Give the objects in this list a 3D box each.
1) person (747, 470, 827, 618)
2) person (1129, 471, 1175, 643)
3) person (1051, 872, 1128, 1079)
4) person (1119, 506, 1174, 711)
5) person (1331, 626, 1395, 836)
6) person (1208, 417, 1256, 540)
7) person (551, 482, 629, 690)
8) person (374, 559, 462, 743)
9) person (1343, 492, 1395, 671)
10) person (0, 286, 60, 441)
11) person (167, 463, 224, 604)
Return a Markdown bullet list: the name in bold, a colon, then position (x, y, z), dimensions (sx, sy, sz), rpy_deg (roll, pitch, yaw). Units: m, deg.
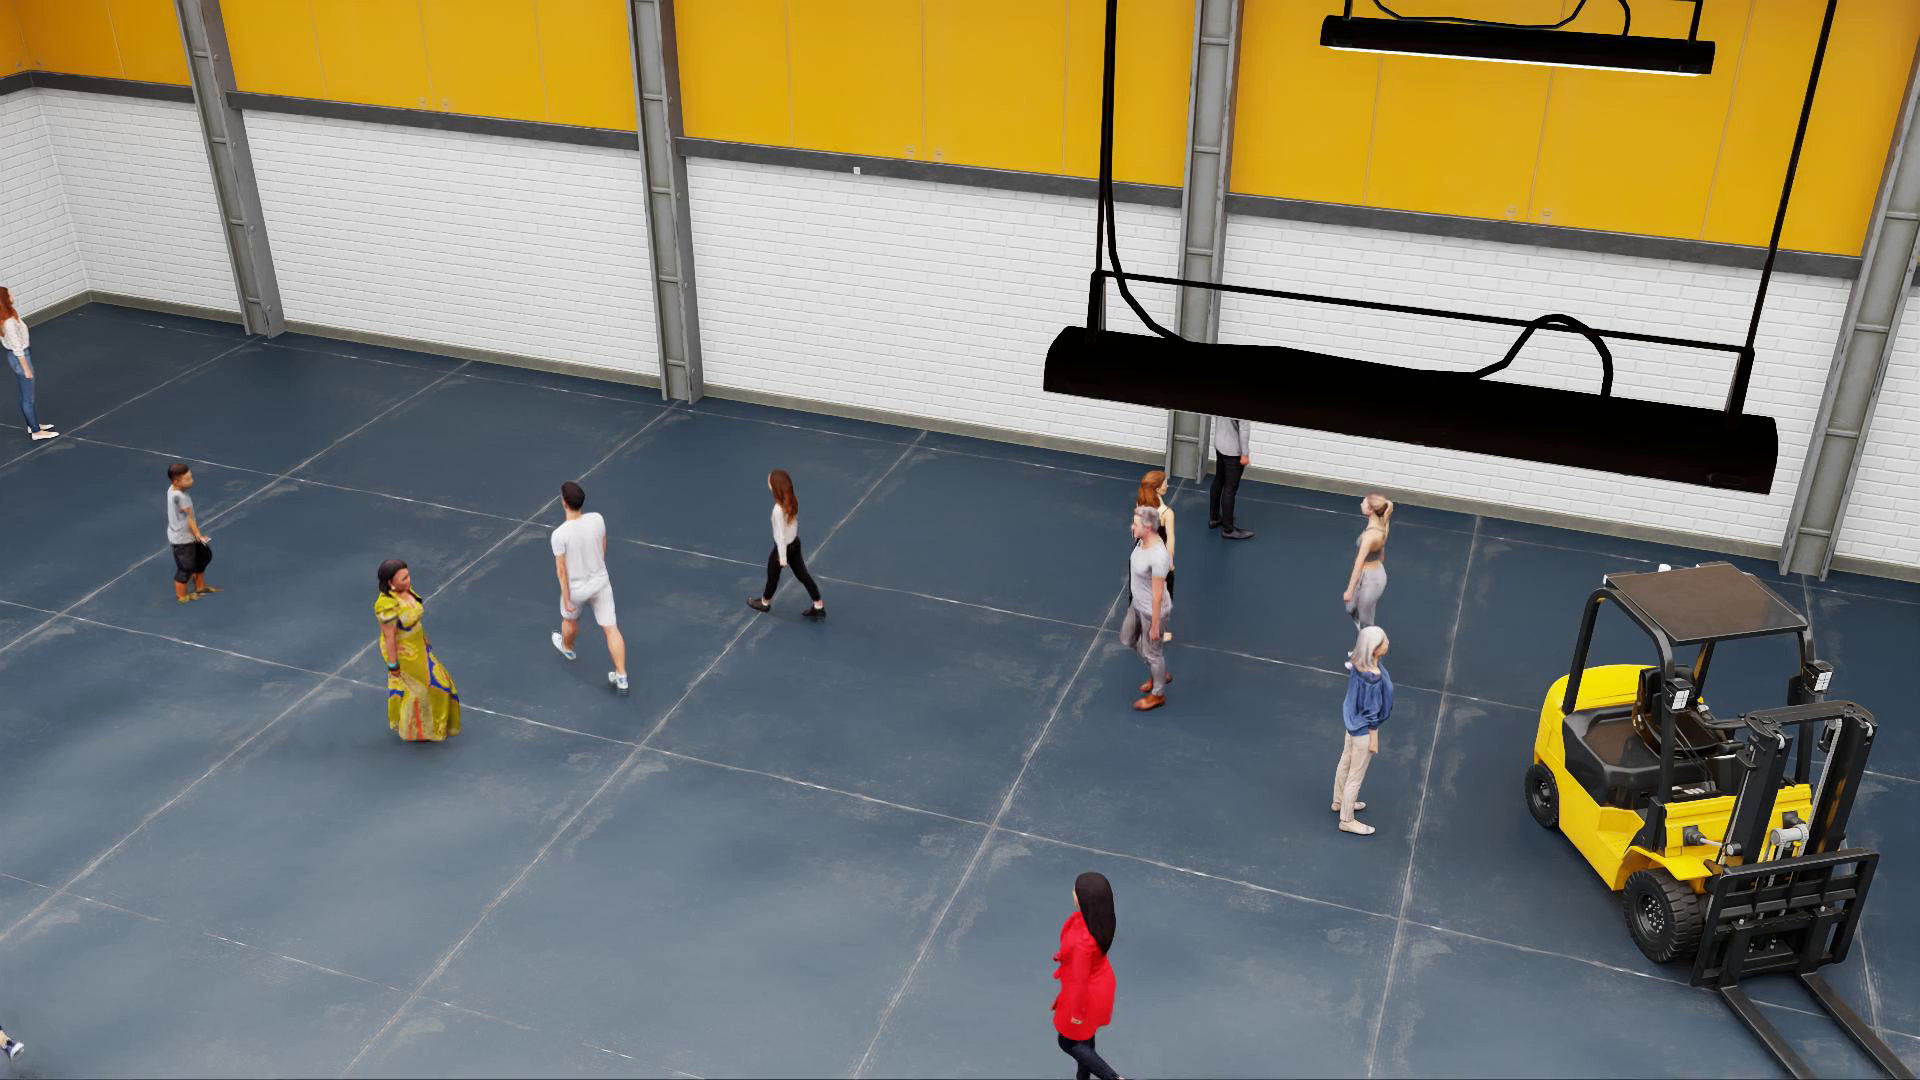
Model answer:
- **person**: position (-1.467, 0.076, 14.759), dimensions (0.970, 1.445, 0.560), rpy_deg (10, 30, 18)
- **person**: position (1.664, 0.140, 14.453), dimensions (0.713, 1.625, 0.623), rpy_deg (-25, 37, -38)
- **person**: position (0.821, 2.671, 9.692), dimensions (0.794, 1.740, 0.618), rpy_deg (12, 31, 20)
- **person**: position (1.624, 0.538, 13.536), dimensions (0.902, 1.805, 0.912), rpy_deg (-7, 29, -12)
- **person**: position (2.928, 1.362, 12.141), dimensions (0.683, 1.694, 0.688), rpy_deg (-1, 29, -1)
- **person**: position (2.616, -0.941, 16.127), dimensions (0.869, 1.920, 0.841), rpy_deg (-9, 30, -15)
- **person**: position (-3.033, 0.416, 13.763), dimensions (1.113, 1.801, 1.353), rpy_deg (-22, 36, -35)
- **person**: position (-4.438, 0.887, 13.061), dimensions (0.983, 1.647, 0.882), rpy_deg (-1, 29, -2)
- **person**: position (3.514, 0.397, 13.913), dimensions (0.595, 1.691, 0.598), rpy_deg (13, 31, 22)
- **person**: position (-10.273, -1.948, 18.172), dimensions (0.710, 1.728, 0.619), rpy_deg (-18, 33, -29)
- **person**: position (-7.093, -0.088, 15.074), dimensions (0.811, 1.431, 0.749), rpy_deg (-20, 34, -32)
